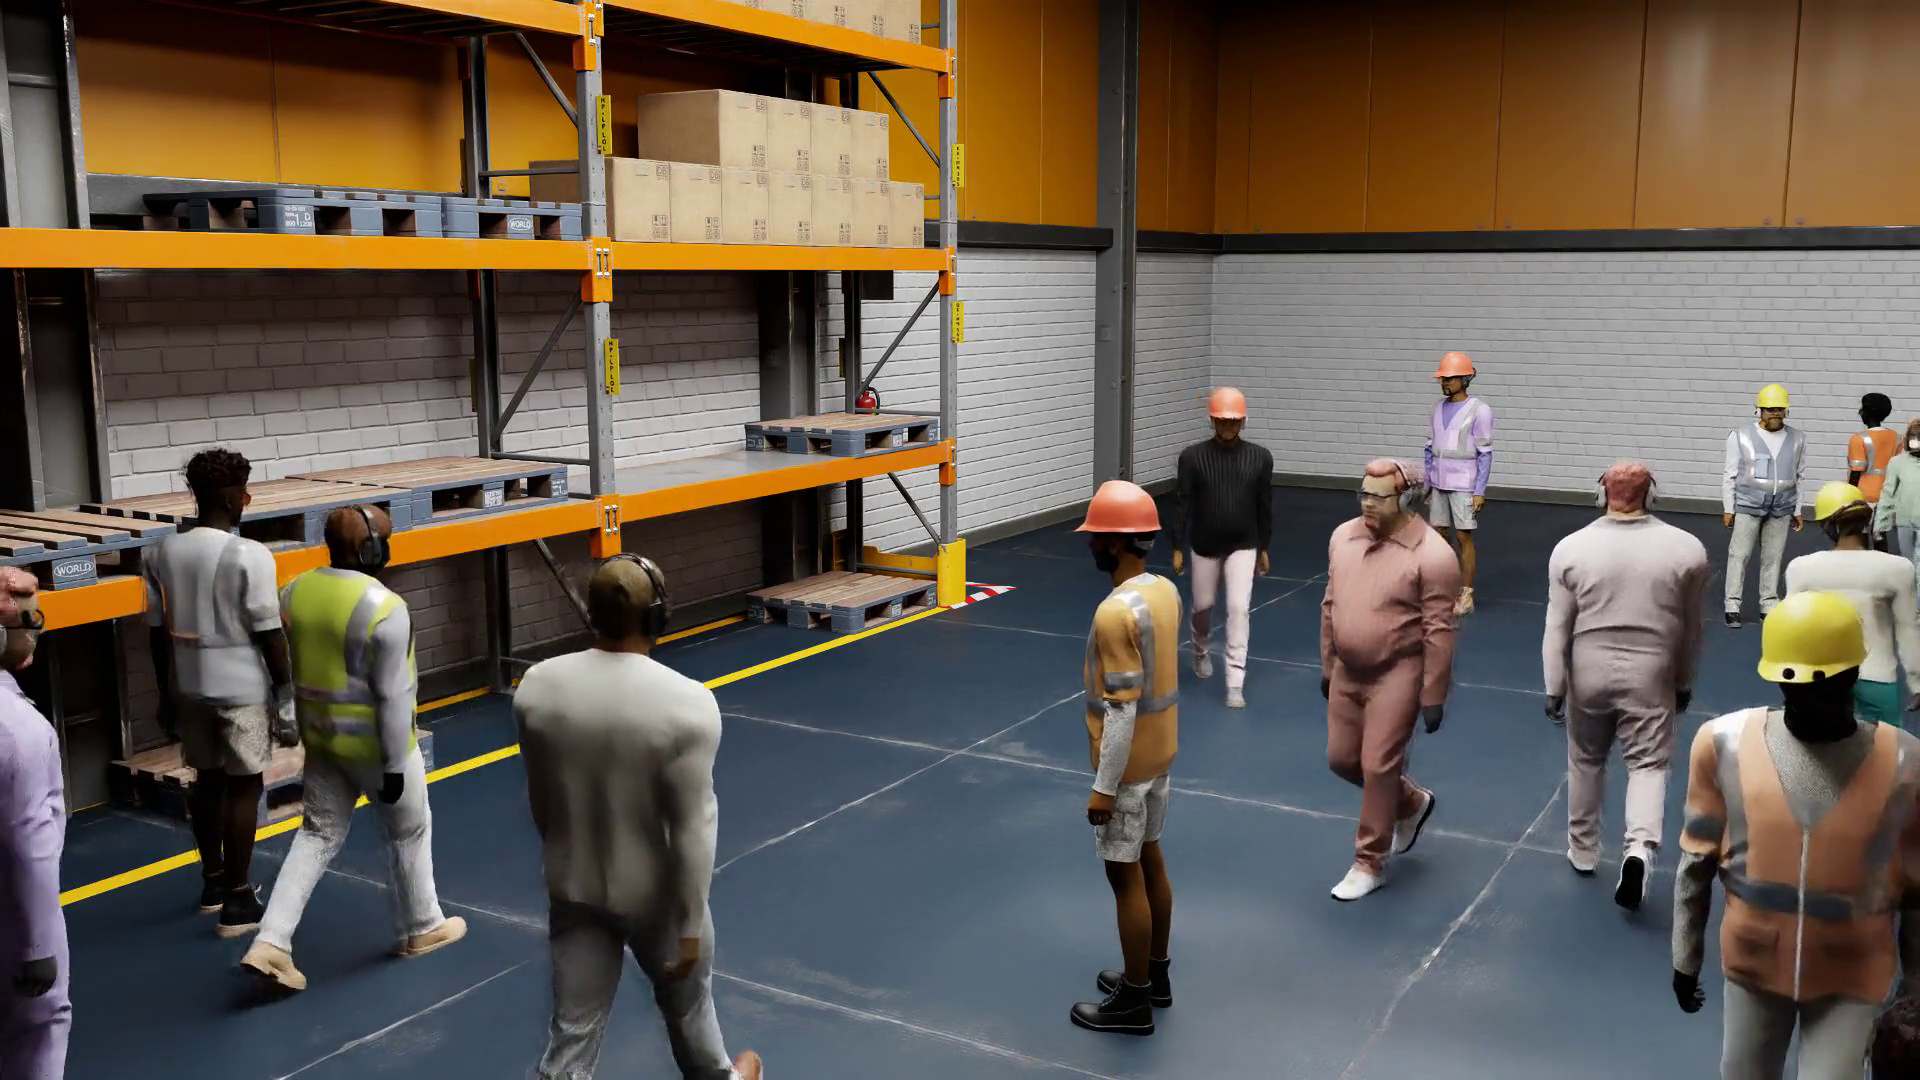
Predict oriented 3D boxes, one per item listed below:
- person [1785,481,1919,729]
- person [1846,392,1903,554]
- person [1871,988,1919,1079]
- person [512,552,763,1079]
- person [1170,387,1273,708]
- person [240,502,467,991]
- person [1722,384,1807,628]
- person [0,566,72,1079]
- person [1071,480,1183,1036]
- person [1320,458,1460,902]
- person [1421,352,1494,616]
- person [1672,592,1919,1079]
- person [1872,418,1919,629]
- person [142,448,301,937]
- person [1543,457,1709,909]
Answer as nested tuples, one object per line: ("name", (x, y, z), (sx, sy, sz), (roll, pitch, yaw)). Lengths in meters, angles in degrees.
("person", (3.914, 0.616, 7.330), (0.577, 1.727, 0.506), (6, 11, 34))
("person", (7.321, -0.338, 13.399), (0.531, 1.698, 0.320), (-4, 10, -23))
("person", (1.023, 1.413, 1.850), (0.446, 1.910, 0.618), (6, 11, 33))
("person", (-0.915, 0.962, 4.694), (0.639, 1.882, 1.026), (2, 9, 14))
("person", (1.642, 0.002, 10.482), (0.634, 1.963, 0.962), (0, 9, 3))
("person", (-2.295, 0.760, 6.198), (0.618, 1.813, 0.883), (4, 10, 25))
("person", (5.996, -0.247, 12.403), (0.588, 1.835, 0.403), (1, 9, 6))
("person", (-2.682, 1.005, 4.452), (0.661, 1.880, 0.715), (4, 10, 25))
("person", (0.566, 0.756, 5.826), (0.373, 1.934, 0.551), (4, 10, 25))
("person", (1.835, 0.571, 7.126), (0.643, 1.882, 0.653), (-7, 11, -35))
("person", (3.819, -0.434, 12.922), (0.382, 2.041, 0.616), (-5, 10, -30))
("person", (2.134, 1.041, 4.209), (0.598, 1.901, 0.771), (6, 11, 33))
("person", (6.914, -0.079, 12.095), (0.805, 1.595, 0.522), (-6, 11, -31))
("person", (-3.021, 0.617, 6.741), (0.646, 1.963, 0.609), (3, 10, 19))
("person", (2.792, 0.589, 7.035), (0.640, 1.874, 0.790), (3, 10, 20))
